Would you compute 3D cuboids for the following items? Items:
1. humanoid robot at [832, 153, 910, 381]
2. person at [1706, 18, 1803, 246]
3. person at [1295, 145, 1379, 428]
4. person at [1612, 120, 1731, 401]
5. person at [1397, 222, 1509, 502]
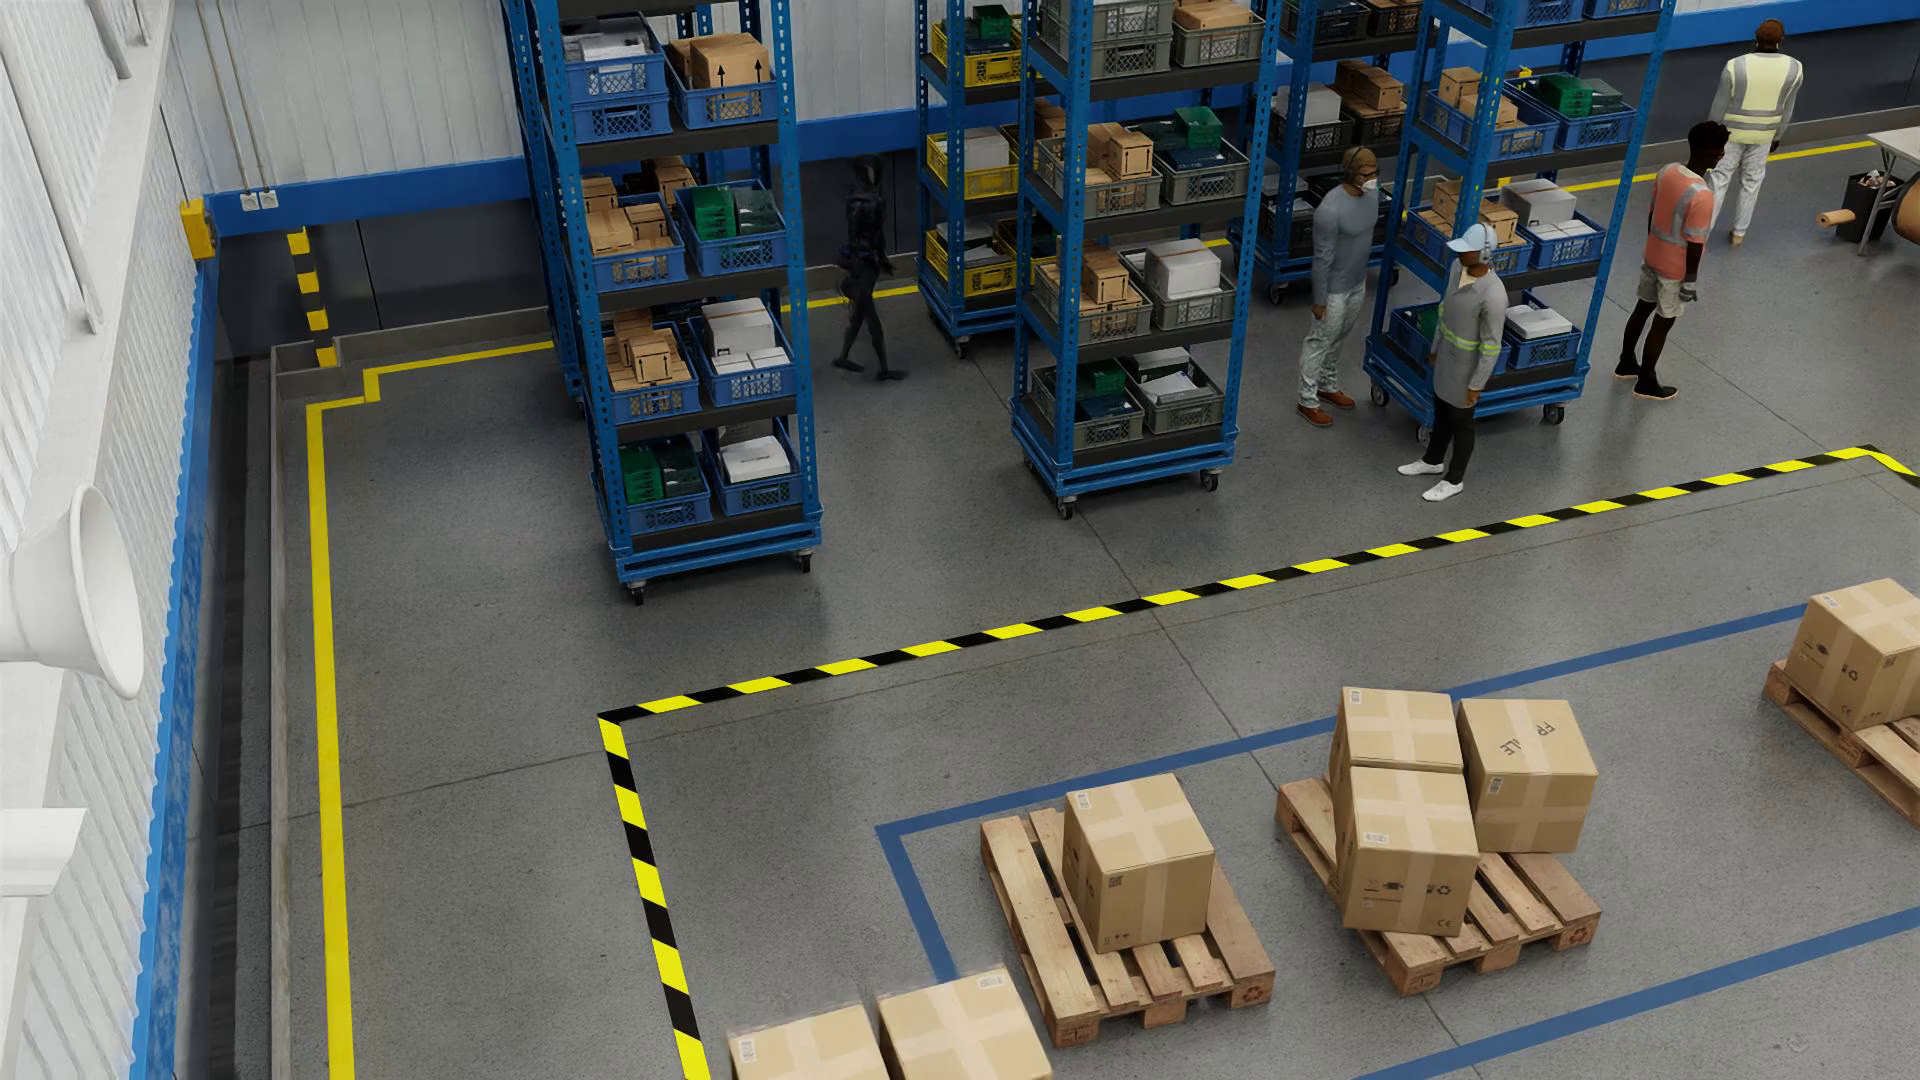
[{"bbox_3d":[-0.623,-1.884,11.518,0.632,1.643,0.601,10,36,14],"label":"humanoid robot"},{"bbox_3d":[6.257,-3.236,13.284,0.618,1.839,0.430,4,35,6],"label":"person"},{"bbox_3d":[2.515,-1.683,10.993,0.360,1.938,0.634,27,43,33],"label":"person"},{"bbox_3d":[4.828,-1.889,11.262,0.363,1.965,0.610,-5,35,-7],"label":"person"},{"bbox_3d":[3.053,-1.094,10.232,0.393,1.853,0.588,-7,36,-10],"label":"person"}]
